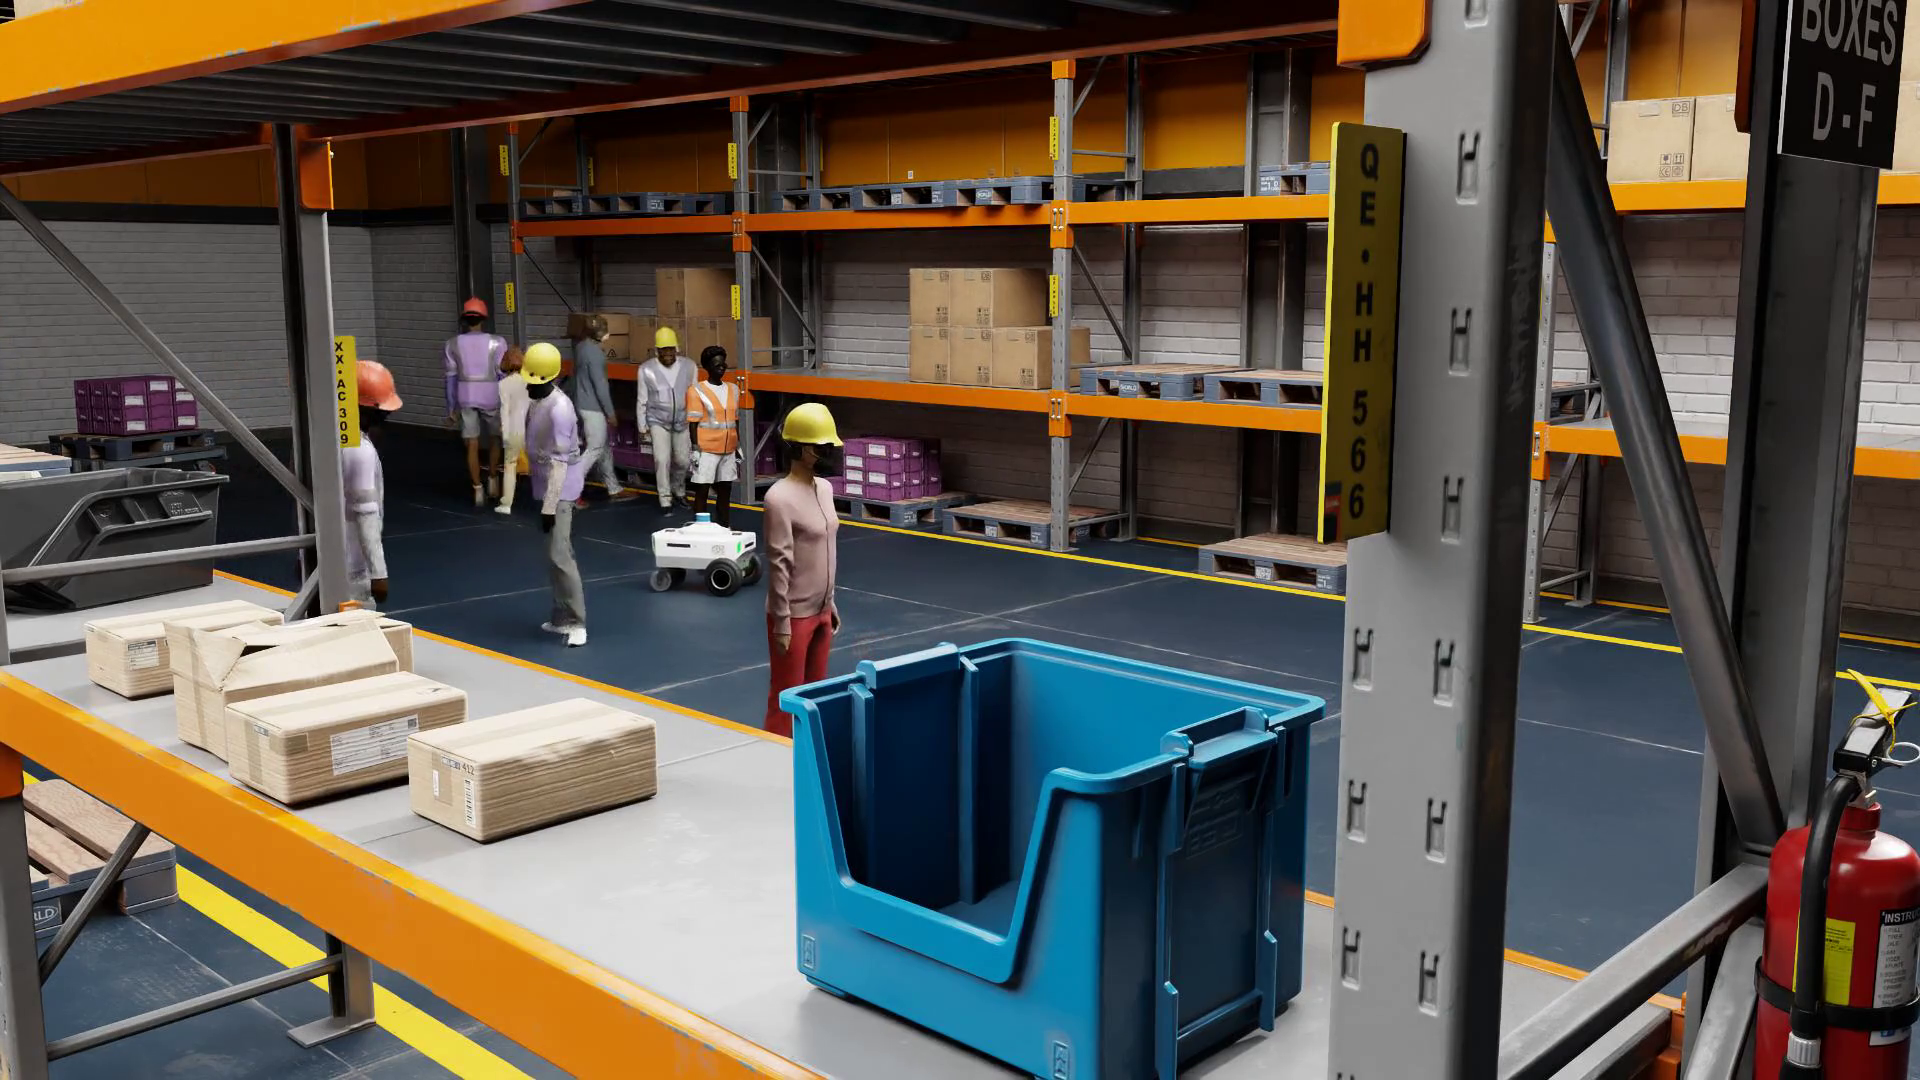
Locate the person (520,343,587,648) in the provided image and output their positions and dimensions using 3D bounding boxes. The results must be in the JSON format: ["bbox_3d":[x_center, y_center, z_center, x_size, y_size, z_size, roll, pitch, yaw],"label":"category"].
[{"bbox_3d":[-2.542,-0.290,10.319,0.385,1.876,0.720,-4,10,-24],"label":"person"}]

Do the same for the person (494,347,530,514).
[{"bbox_3d":[-4.057,-1.006,15.573,0.832,1.586,0.543,6,11,35],"label":"person"}]

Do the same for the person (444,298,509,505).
[{"bbox_3d":[-4.750,-1.369,16.448,0.632,2.023,0.689,-1,9,-8],"label":"person"}]

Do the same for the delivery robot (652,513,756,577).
[{"bbox_3d":[-1.844,0.048,11.964,0.707,0.478,0.477,3,10,14],"label":"delivery robot"}]

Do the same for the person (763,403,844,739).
[{"bbox_3d":[-0.636,0.306,6.981,0.330,1.765,0.533,3,10,20],"label":"person"}]

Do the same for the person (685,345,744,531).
[{"bbox_3d":[-1.992,-0.736,13.567,0.319,1.699,0.532,9,13,43],"label":"person"}]

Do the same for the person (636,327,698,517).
[{"bbox_3d":[-2.753,-1.121,15.673,0.612,1.792,0.713,-4,10,-22],"label":"person"}]

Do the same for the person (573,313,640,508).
[{"bbox_3d":[-3.563,-1.262,16.232,0.785,1.911,0.640,-4,10,-24],"label":"person"}]

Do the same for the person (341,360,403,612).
[{"bbox_3d":[-2.918,0.077,8.005,0.498,1.888,0.601,-6,11,-31],"label":"person"}]
